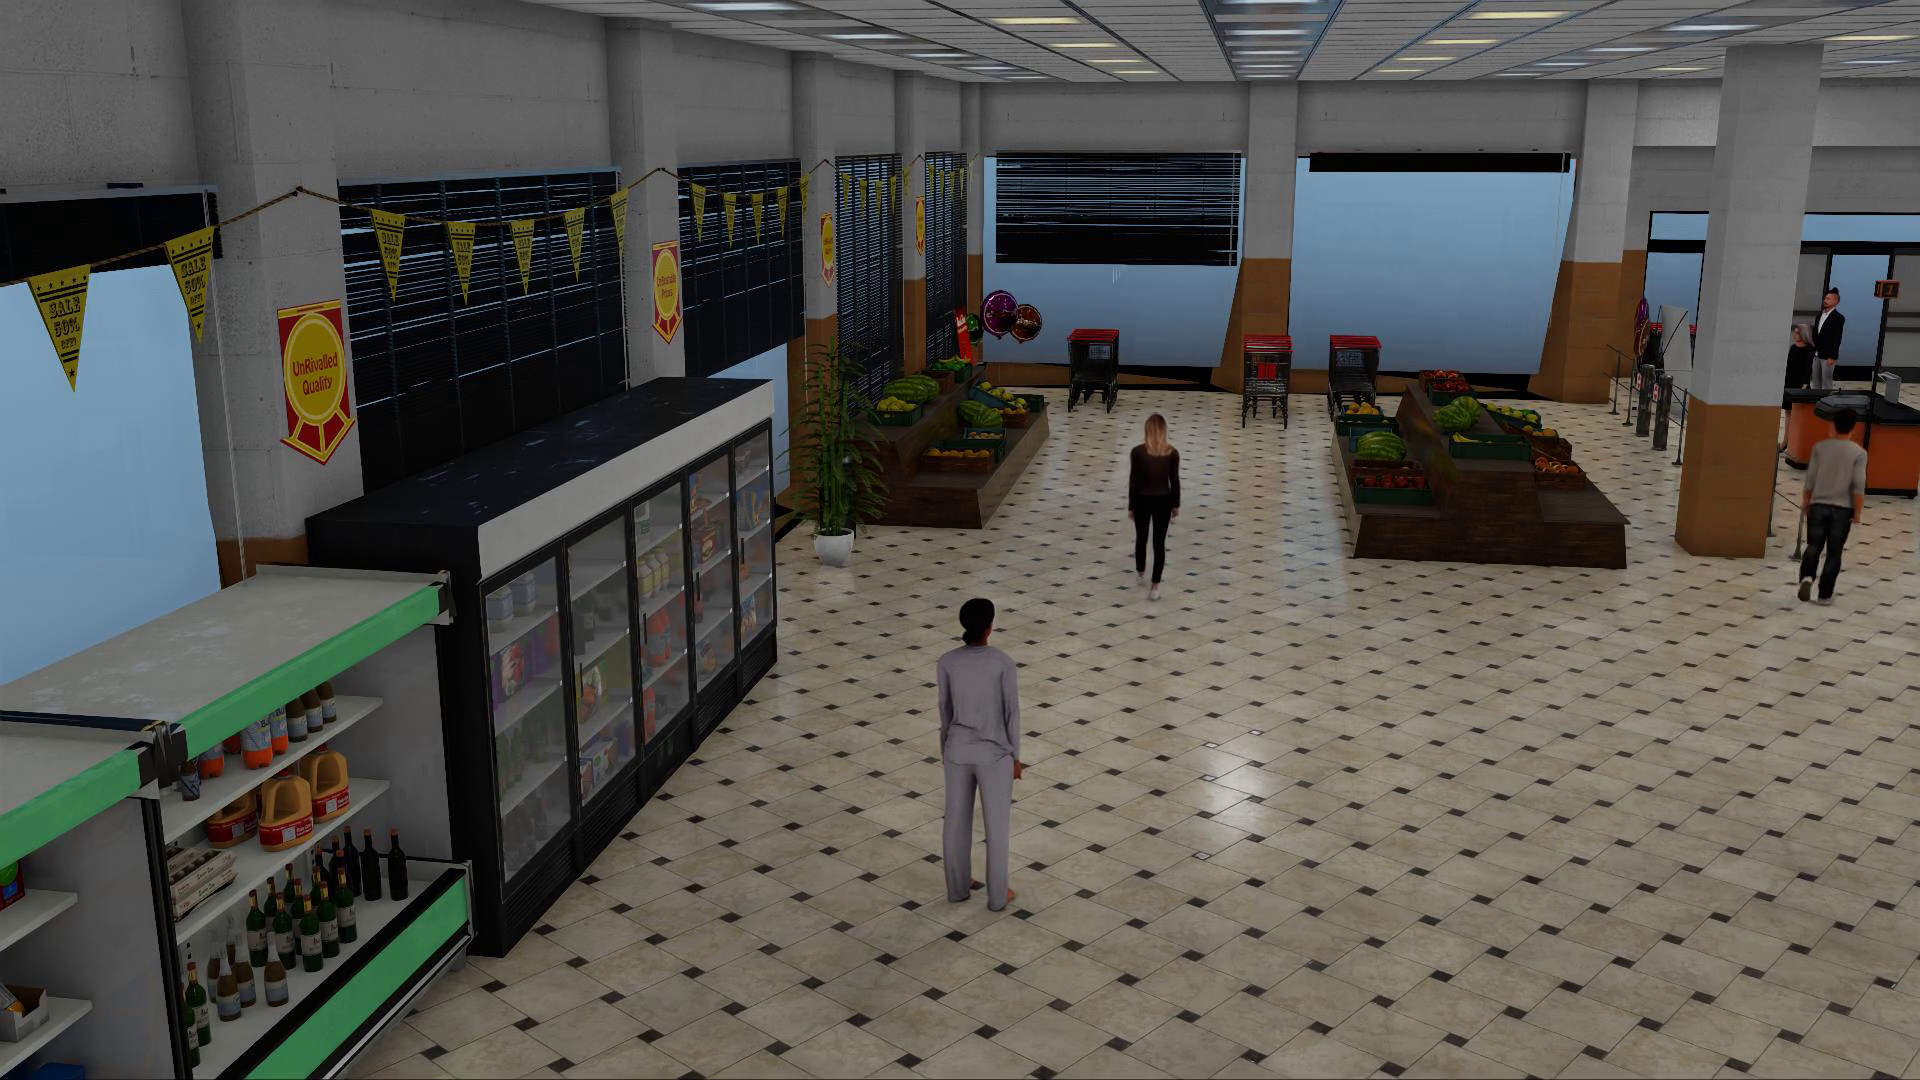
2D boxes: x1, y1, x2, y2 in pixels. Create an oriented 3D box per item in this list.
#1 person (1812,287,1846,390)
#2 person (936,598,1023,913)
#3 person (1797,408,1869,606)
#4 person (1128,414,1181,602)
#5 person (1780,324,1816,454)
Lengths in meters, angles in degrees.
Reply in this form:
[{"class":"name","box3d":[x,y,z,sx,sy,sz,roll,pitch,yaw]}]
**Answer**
[{"class":"person","box3d":[13.091,-2.847,25.149,0.848,1.950,0.693,-3,14,-13]},{"class":"person","box3d":[0.100,1.163,9.073,0.667,1.735,0.619,5,15,21]},{"class":"person","box3d":[7.748,-0.271,14.846,0.902,1.800,1.005,12,18,41]},{"class":"person","box3d":[1.758,-0.275,15.127,0.666,1.678,0.926,1,14,5]},{"class":"person","box3d":[11.104,-2.003,22.105,0.747,1.746,0.631,-3,14,-13]}]
